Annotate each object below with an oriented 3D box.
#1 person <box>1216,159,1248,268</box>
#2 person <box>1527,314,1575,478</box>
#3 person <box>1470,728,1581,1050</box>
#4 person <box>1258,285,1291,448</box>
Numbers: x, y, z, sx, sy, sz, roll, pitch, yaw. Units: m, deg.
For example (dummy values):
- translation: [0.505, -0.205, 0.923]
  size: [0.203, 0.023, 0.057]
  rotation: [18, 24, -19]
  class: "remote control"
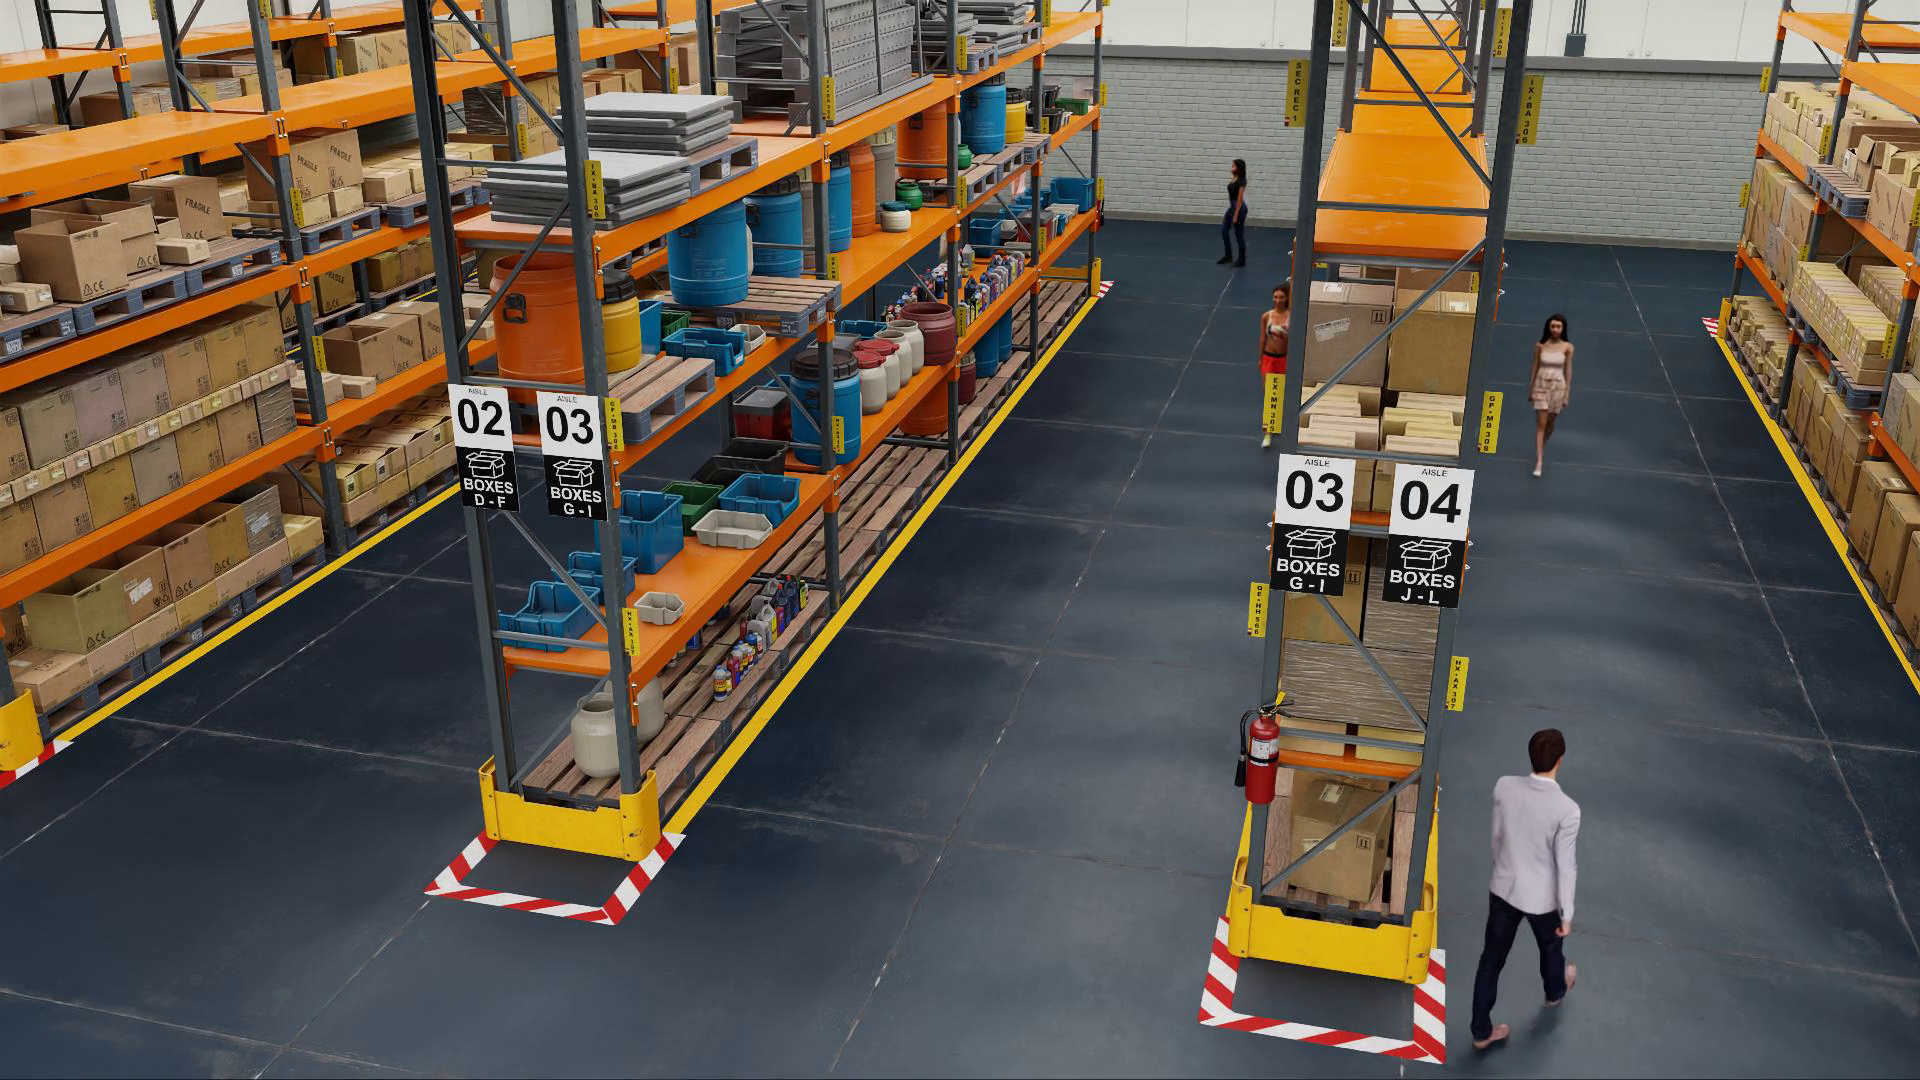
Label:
- translation: [4.528, -5.230, 26.643]
  size: [0.791, 1.723, 0.741]
  rotation: [-4, 23, -9]
  class: "person"
- translation: [6.287, -1.562, 17.708]
  size: [0.658, 1.699, 1.079]
  rotation: [8, 24, 20]
  class: "person"
- translation: [3.004, 1.946, 9.005]
  size: [1.277, 1.795, 1.116]
  rotation: [-18, 28, -37]
  class: "person"
- translation: [3.573, -1.975, 18.654]
  size: [0.596, 1.748, 1.126]
  rotation: [7, 23, 16]
  class: "person"
